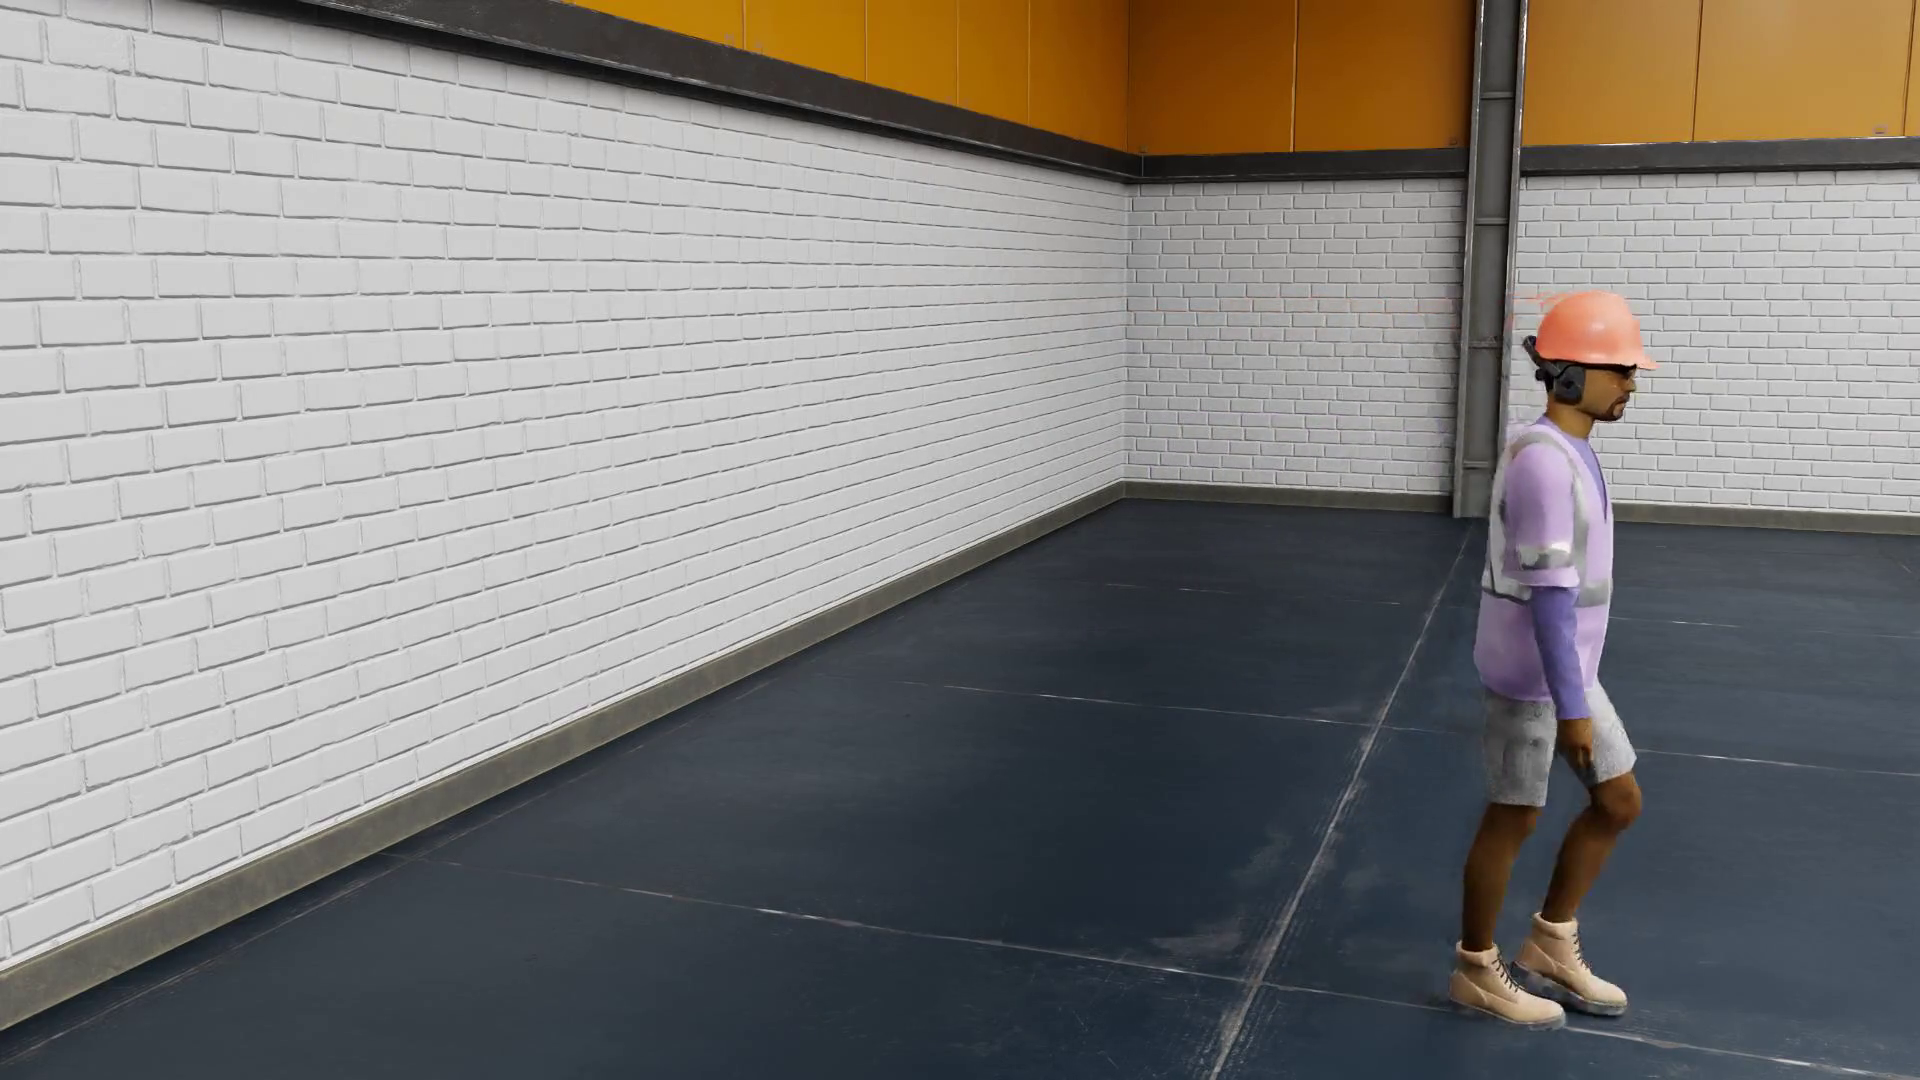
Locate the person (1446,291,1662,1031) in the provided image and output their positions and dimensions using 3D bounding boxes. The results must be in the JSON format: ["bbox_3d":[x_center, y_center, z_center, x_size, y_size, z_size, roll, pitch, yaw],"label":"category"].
[{"bbox_3d":[1.631,0.358,4.468,0.617,2.022,0.609,6,11,32],"label":"person"}]
